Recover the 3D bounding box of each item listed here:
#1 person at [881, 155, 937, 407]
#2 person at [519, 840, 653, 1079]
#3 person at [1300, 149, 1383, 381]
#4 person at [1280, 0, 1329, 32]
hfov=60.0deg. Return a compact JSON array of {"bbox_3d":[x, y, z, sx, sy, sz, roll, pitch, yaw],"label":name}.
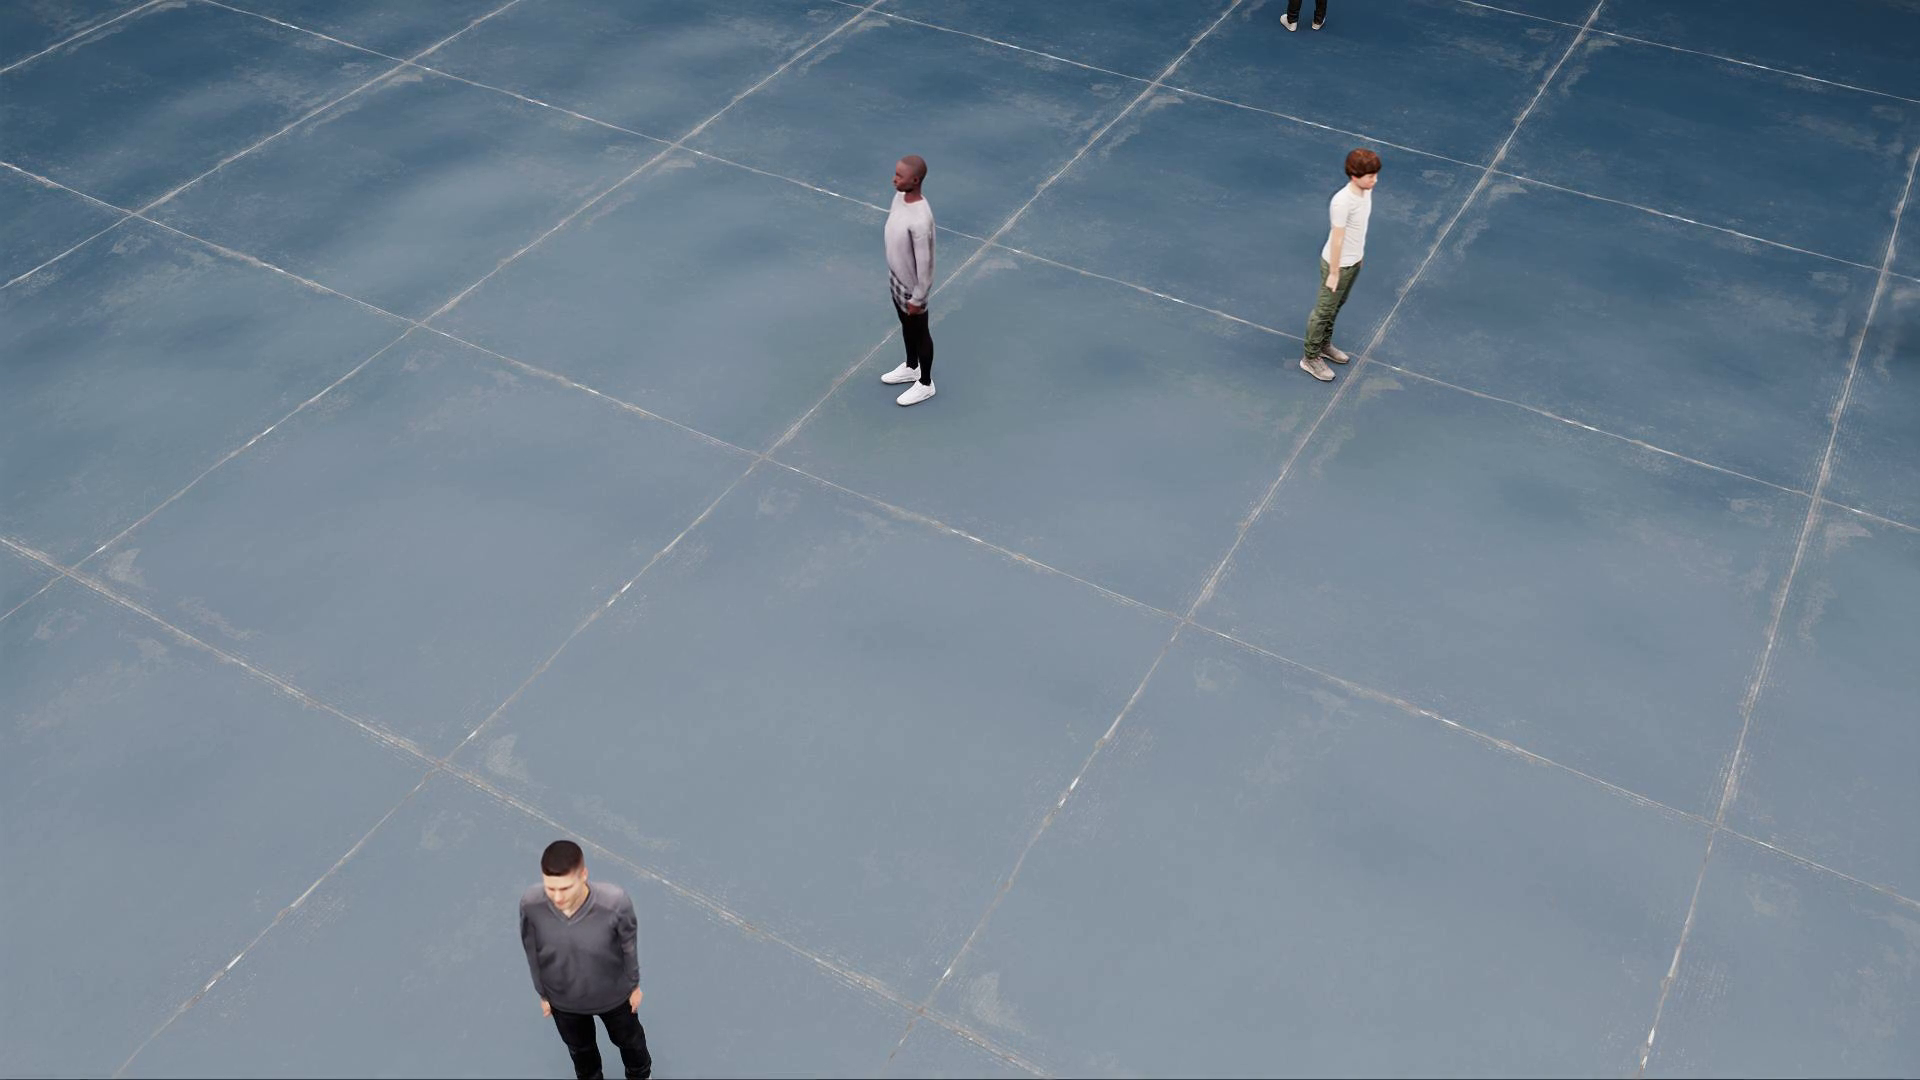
[{"bbox_3d":[-0.305,-1.693,10.773,0.728,1.772,0.699,-16,45,-17],"label":"person"},{"bbox_3d":[-1.531,1.841,6.890,0.702,1.761,0.729,-3,42,-4],"label":"person"},{"bbox_3d":[2.532,-1.851,11.035,0.661,1.653,0.495,26,48,26],"label":"person"},{"bbox_3d":[3.188,-5.450,14.921,0.721,1.757,0.724,0,42,0],"label":"person"}]
